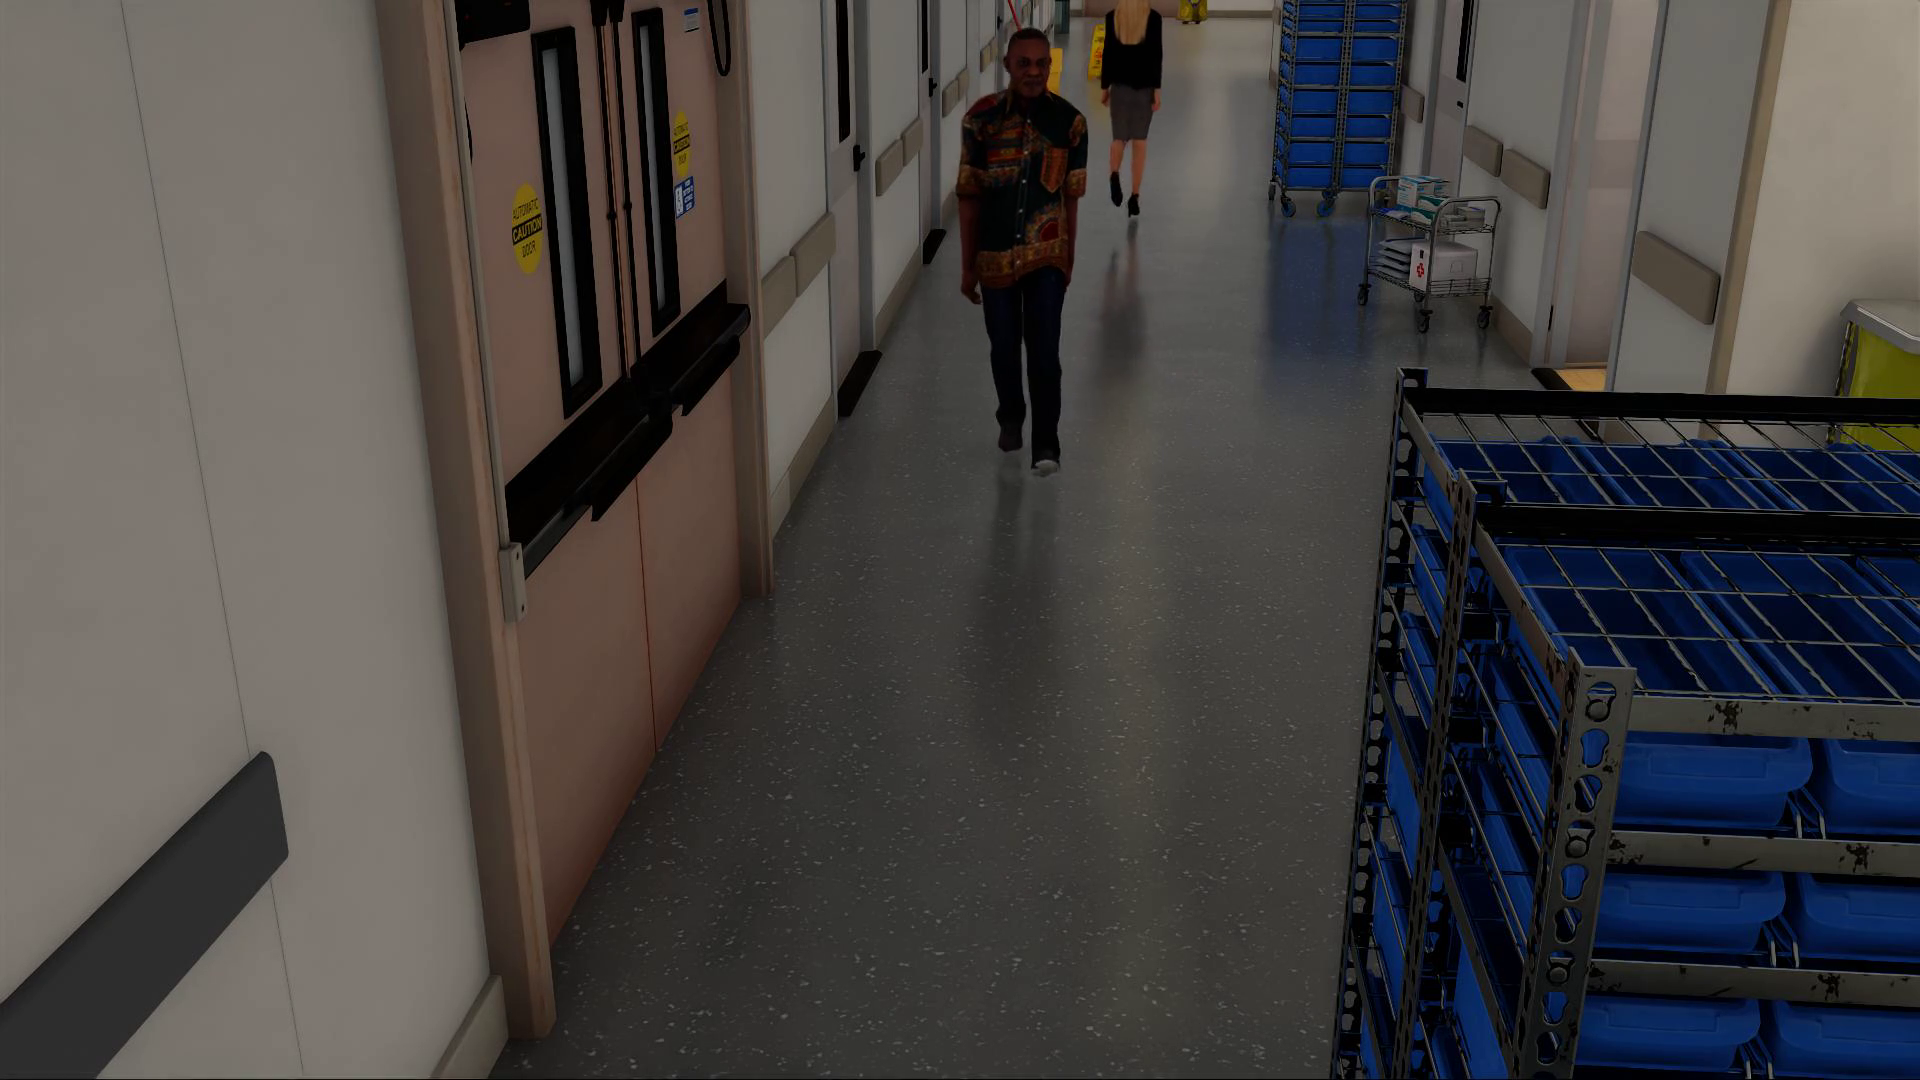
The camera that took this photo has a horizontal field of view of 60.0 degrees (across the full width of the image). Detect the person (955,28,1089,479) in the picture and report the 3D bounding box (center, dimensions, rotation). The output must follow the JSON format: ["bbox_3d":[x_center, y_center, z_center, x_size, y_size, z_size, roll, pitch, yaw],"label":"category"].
[{"bbox_3d":[0.232,-1.177,6.903,0.753,1.762,1.140,0,21,0],"label":"person"}]

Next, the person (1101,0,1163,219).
[{"bbox_3d":[1.269,-3.286,12.443,0.706,1.822,1.051,5,21,13],"label":"person"}]

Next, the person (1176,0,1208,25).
[{"bbox_3d":[4.875,-11.662,34.786,0.963,1.660,0.932,-5,21,-14],"label":"person"}]
